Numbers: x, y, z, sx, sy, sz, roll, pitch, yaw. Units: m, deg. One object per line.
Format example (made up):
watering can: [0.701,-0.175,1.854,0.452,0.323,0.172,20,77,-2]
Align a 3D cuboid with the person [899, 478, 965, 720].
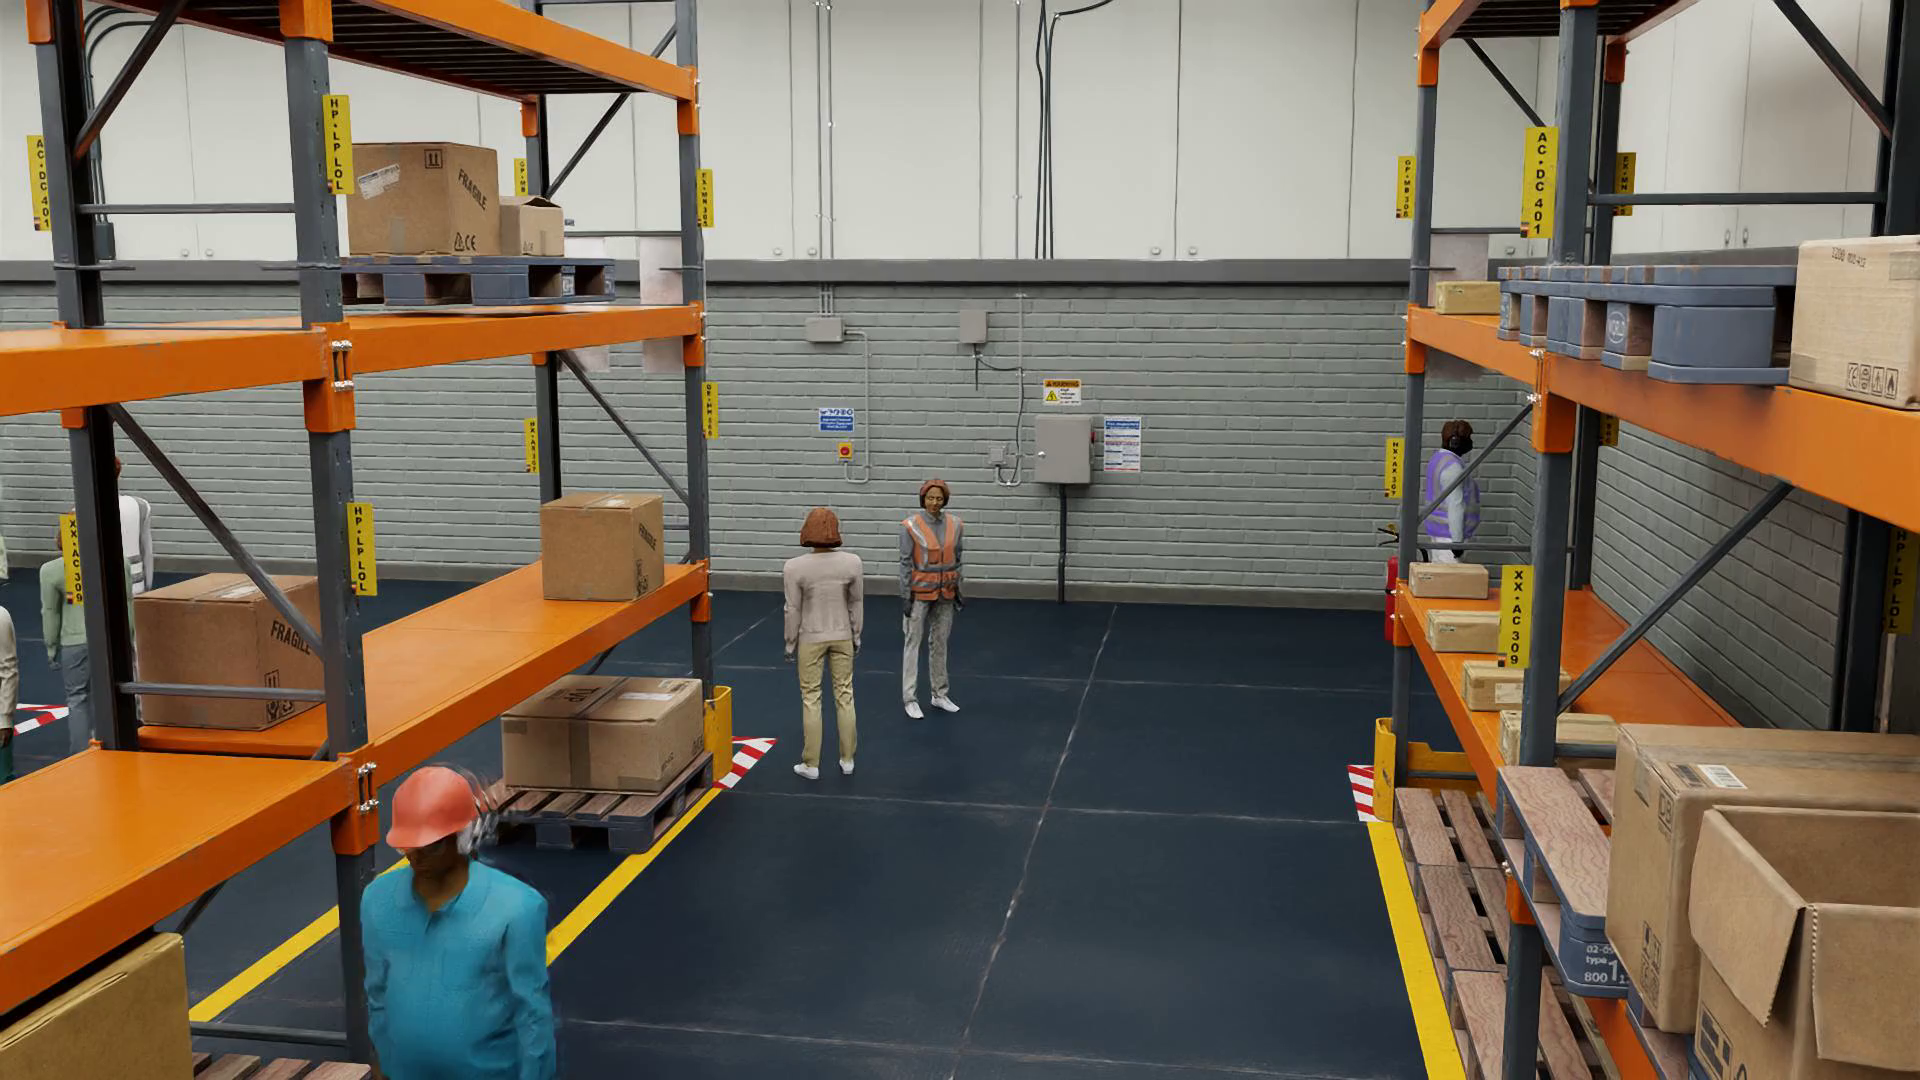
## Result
person: [-0.192,0.389,11.342,0.515,1.636,0.314,-6,11,-34]

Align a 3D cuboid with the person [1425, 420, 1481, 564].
person: [3.972,-0.052,13.429,0.429,1.842,0.633,1,9,4]

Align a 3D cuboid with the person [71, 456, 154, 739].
person: [-5.446,0.370,10.697,0.352,1.884,0.580,4,10,22]

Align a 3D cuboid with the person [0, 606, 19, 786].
person: [-4.809,0.854,8.076,0.525,1.769,0.313,2,9,13]

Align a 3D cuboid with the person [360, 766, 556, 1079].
person: [-1.371,1.433,4.654,0.572,1.722,0.816,2,9,11]

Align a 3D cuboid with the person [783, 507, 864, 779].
person: [-0.817,0.615,9.956,0.500,1.633,0.281,-4,10,-24]

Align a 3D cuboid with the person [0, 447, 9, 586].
person: [-9.434,-0.410,15.953,0.575,1.739,0.349,4,10,21]

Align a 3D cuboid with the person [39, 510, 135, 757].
person: [-5.185,0.628,9.930,0.498,1.626,0.305,-6,11,-35]
